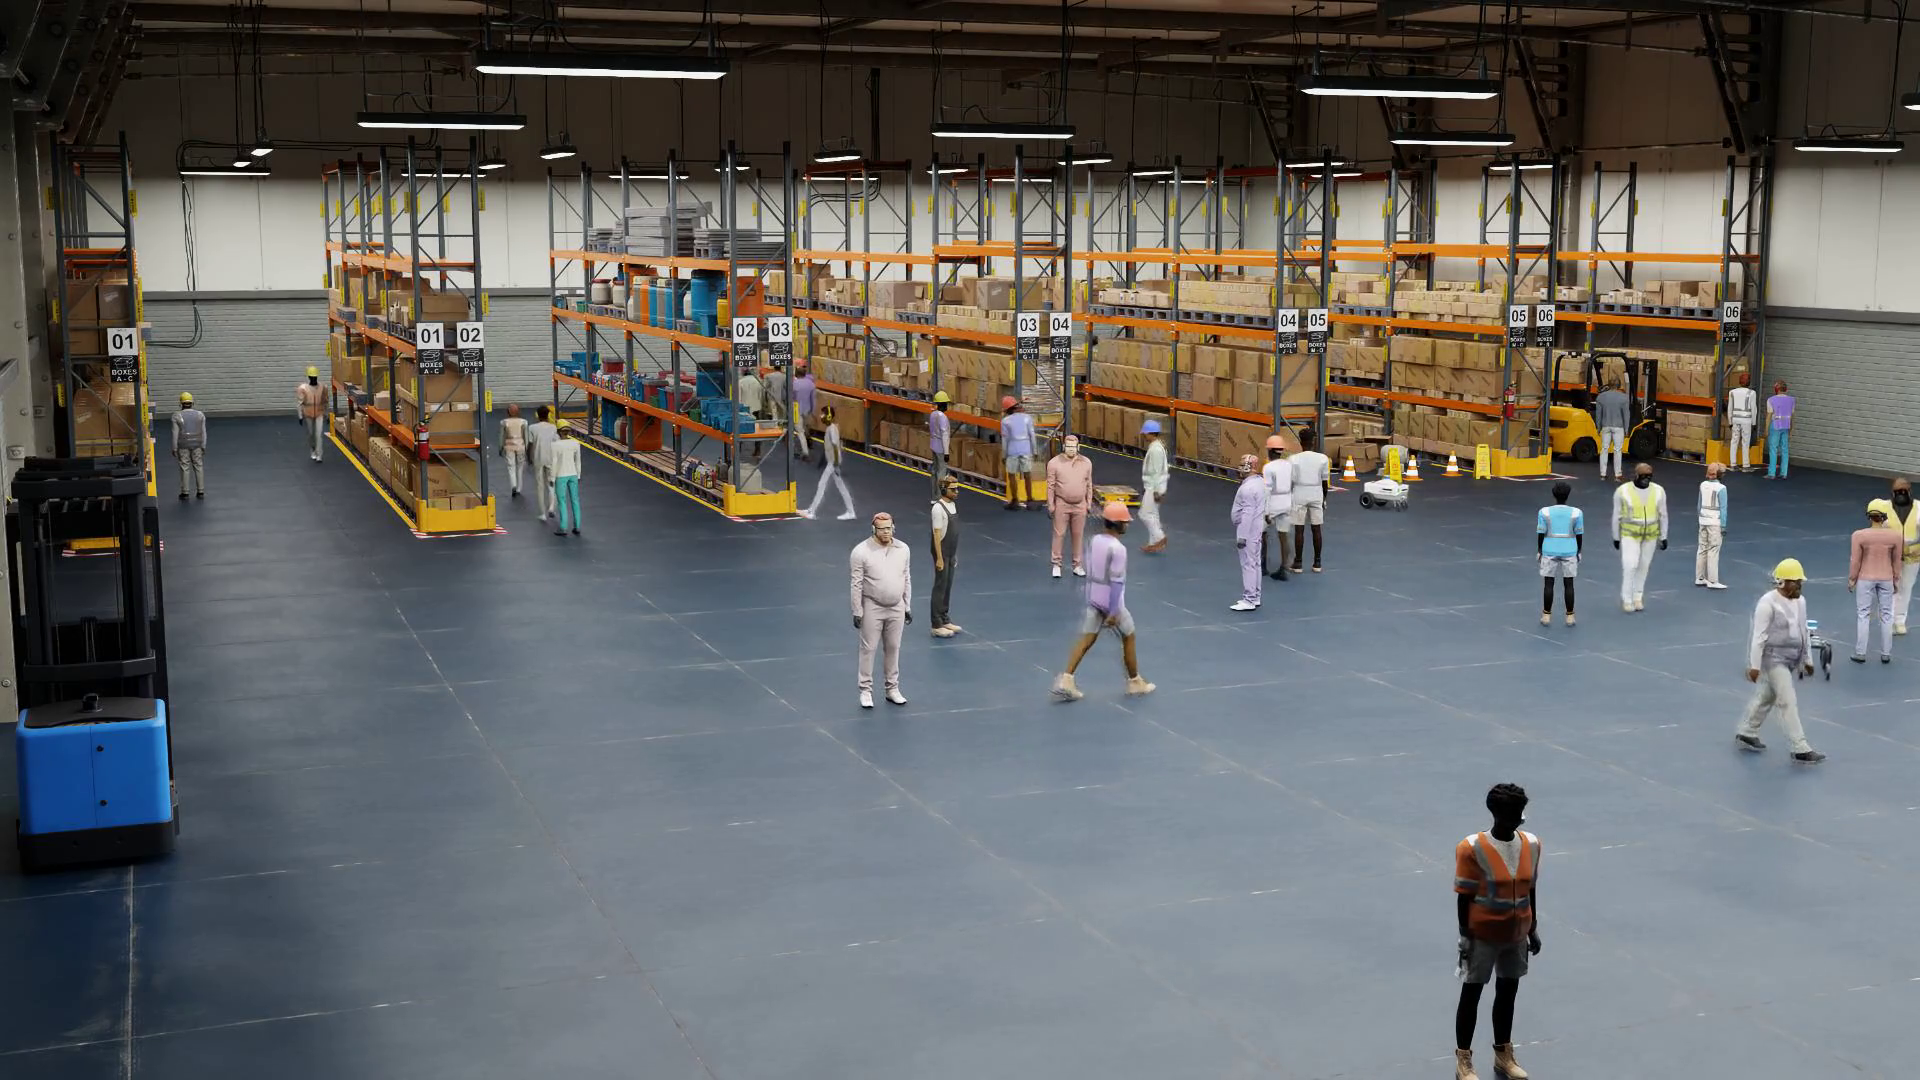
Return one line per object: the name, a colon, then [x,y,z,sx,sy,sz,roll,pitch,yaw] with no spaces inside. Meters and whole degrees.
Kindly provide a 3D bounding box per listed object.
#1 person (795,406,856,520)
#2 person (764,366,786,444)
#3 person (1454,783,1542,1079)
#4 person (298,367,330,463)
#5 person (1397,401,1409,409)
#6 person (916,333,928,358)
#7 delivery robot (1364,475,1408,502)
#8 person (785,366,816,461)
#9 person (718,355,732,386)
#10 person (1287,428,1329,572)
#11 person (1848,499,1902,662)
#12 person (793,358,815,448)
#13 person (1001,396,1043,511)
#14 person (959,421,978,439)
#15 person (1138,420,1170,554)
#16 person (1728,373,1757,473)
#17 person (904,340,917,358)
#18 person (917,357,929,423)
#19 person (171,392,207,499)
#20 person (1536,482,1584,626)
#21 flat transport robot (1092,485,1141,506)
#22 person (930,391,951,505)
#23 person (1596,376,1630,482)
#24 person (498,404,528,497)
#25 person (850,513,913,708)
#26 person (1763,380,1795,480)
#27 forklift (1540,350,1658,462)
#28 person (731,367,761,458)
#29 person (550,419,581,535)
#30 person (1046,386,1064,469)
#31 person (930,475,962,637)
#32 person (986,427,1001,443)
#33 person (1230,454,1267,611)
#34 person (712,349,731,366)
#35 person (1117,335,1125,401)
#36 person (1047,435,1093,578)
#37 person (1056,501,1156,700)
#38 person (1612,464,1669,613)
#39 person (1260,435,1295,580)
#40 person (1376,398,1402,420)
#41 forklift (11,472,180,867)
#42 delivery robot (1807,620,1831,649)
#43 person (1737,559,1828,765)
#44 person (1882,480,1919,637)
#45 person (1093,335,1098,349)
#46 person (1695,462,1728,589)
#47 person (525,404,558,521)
person: [-2.126,-1.218,33.353,0.999,1.824,0.510,0,9,-2]
person: [-3.951,-2.998,45.251,0.516,1.825,0.935,-2,9,-12]
person: [2.924,2.139,11.398,0.530,1.692,0.321,-3,9,-19]
person: [-12.919,-2.529,41.867,0.604,1.896,0.935,-3,9,-20]
person: [10.248,-3.427,48.383,0.483,1.737,0.320,8,12,43]
person: [-0.963,-4.622,55.868,0.617,1.874,0.475,-6,11,-37]
delivery robot: [7.091,-0.834,34.827,0.707,0.478,0.477,8,12,43]
person: [-3.192,-2.547,41.999,0.641,1.896,0.998,-5,10,-28]
person: [-5.740,-3.689,50.601,0.516,1.579,0.856,0,9,-1]
person: [4.700,-0.544,28.400,0.600,1.960,0.374,-1,9,-7]
person: [9.823,0.438,22.508,0.526,1.765,0.329,1,9,10]
person: [-3.271,-2.882,44.221,0.550,1.906,0.813,-5,10,-30]
person: [1.023,-1.437,34.627,0.731,1.896,0.356,-2,9,-16]
person: [0.227,-3.110,45.634,0.646,1.915,0.828,-5,10,-29]
person: [2.743,-0.749,29.878,0.439,1.923,0.623,1,9,5]
person: [14.942,-2.242,39.981,0.354,1.883,0.572,-7,11,-38]
person: [-1.209,-4.231,53.599,0.962,1.769,0.598,-3,9,-17]
person: [-0.938,-3.507,49.237,0.508,1.632,0.265,-2,9,-14]
person: [-13.269,-1.623,36.017,0.602,1.830,0.404,-7,11,-41]
person: [7.040,0.157,24.594,0.540,1.697,0.317,2,9,13]
flat transport robot: [2.635,-0.763,35.611,0.652,0.197,1.431,-1,9,-5]
person: [-0.318,-1.523,35.029,0.353,1.930,0.591,-4,9,-22]
person: [12.006,-2.050,38.512,0.631,1.940,0.372,6,10,34]
person: [-7.750,-1.568,36.425,0.520,1.607,0.790,-3,9,-19]
person: [-0.747,0.676,20.450,0.649,1.906,0.401,-4,10,-27]
person: [15.161,-2.030,38.720,0.563,1.838,0.378,-2,9,-15]
forklift: [12.897,-2.725,42.309,2.313,2.155,1.214,-3,9,-21]
person: [-4.307,-2.648,42.494,0.624,1.939,1.012,-5,10,-29]
person: [-6.006,-0.960,31.825,0.533,1.765,0.329,-8,12,-43]
person: [1.850,-2.335,40.418,0.545,1.939,0.354,-5,10,-29]
person: [-0.164,0.173,24.003,0.328,1.844,0.511,3,9,19]
person: [0.745,-2.364,41.417,0.543,1.685,0.553,-4,9,-22]
person: [3.516,-0.097,25.599,0.409,1.906,0.651,4,9,22]
person: [-5.814,-3.933,51.273,0.540,1.889,0.785,-8,11,-41]
person: [3.984,-4.117,52.165,0.639,1.979,0.606,0,9,-3]
person: [1.478,-0.453,27.979,0.645,1.905,0.400,-2,9,-14]
person: [1.427,0.596,20.741,1.085,1.990,0.607,-5,10,-30]
person: [8.273,-0.013,25.392,0.616,1.807,0.756,0,9,0]
person: [4.154,-0.442,27.873,0.552,1.908,0.724,-5,10,-28]
person: [9.440,-3.194,45.851,0.634,2.023,0.540,-3,9,-17]
forklift: [-6.630,0.886,15.957,1.129,2.768,1.873,-3,9,-21]
delivery robot: [8.940,0.962,21.994,0.335,0.223,0.698,2,9,12]
person: [7.249,1.042,18.417,0.613,1.783,0.925,-6,11,-36]
person: [10.732,0.223,23.838,0.645,1.796,0.915,3,9,17]
person: [3.607,-4.504,55.269,0.745,1.817,0.666,0,9,-2]
person: [9.748,-0.193,27.132,0.310,1.636,0.523,-3,9,-16]
person: [-6.661,-1.236,33.412,0.518,1.850,0.492,-4,9,-22]
